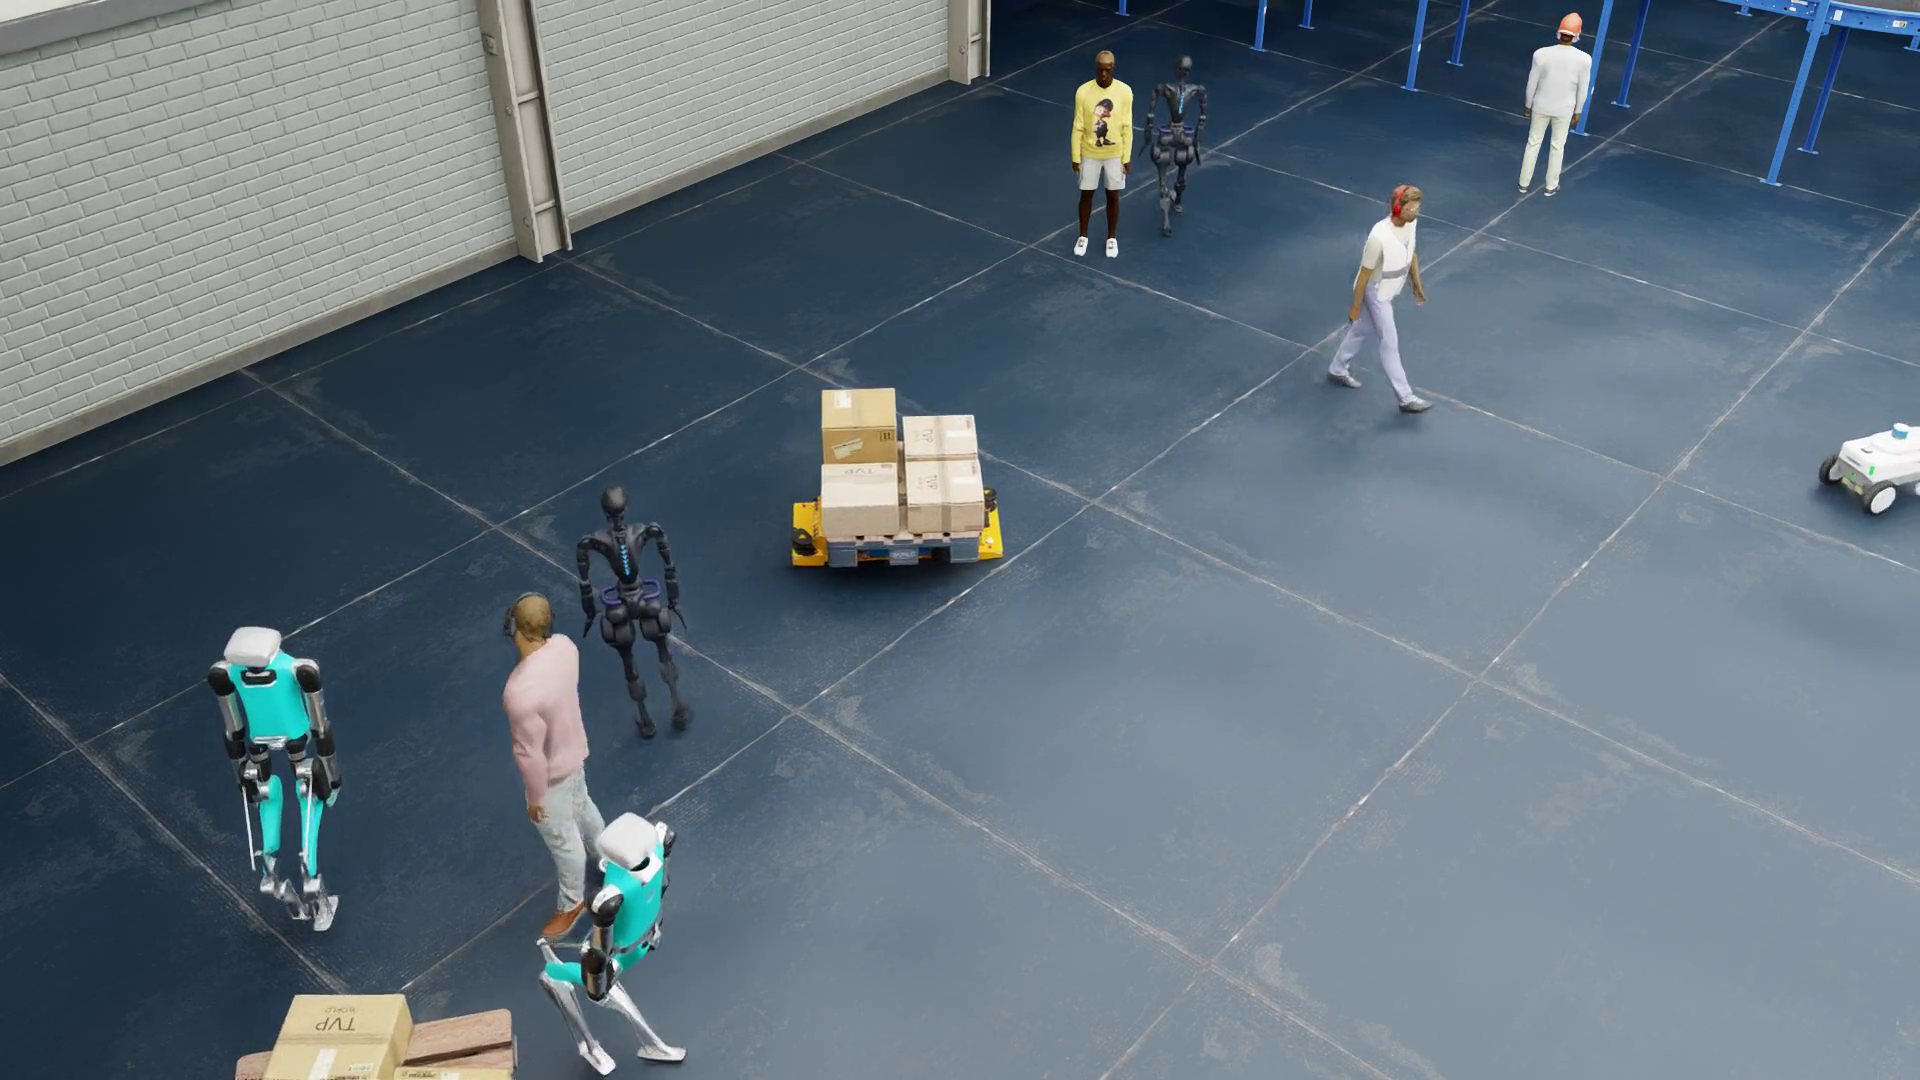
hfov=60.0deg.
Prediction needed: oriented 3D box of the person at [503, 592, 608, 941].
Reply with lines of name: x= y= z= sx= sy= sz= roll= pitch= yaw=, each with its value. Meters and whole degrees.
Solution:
person: x=-2.048 y=1.149 z=8.385 sx=0.358 sy=1.894 sz=0.740 roll=4 pitch=36 yaw=5

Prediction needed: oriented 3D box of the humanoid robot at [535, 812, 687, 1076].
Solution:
humanoid robot: x=-1.663 y=1.833 z=7.551 sx=0.841 sy=1.749 sz=0.544 roll=15 pitch=38 yaw=20

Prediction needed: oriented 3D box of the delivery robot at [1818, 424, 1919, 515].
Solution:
delivery robot: x=6.642 y=-0.548 z=11.916 sx=0.805 sy=0.601 sz=0.499 roll=-12 pitch=37 yaw=-16

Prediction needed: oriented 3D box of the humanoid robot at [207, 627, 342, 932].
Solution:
humanoid robot: x=-3.377 y=1.326 z=8.278 sx=0.535 sy=1.803 sz=0.760 roll=-2 pitch=36 yaw=-3

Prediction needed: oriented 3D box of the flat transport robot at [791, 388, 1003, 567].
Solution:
flat transport robot: x=-0.440 y=-0.102 z=11.531 sx=1.431 sy=0.231 sz=0.659 roll=-2 pitch=36 yaw=-3

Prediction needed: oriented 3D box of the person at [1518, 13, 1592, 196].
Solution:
person: x=5.705 y=-4.175 z=15.969 sx=0.559 sy=1.751 sz=0.323 roll=14 pitch=38 yaw=19

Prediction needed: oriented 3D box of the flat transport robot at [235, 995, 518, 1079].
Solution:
flat transport robot: x=-2.559 y=2.816 z=7.433 sx=0.659 sy=0.231 sz=1.431 roll=-8 pitch=36 yaw=-11

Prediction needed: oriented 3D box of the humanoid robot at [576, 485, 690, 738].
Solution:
humanoid robot: x=-1.887 y=0.418 z=9.597 sx=0.601 sy=1.643 sz=0.370 roll=-10 pitch=37 yaw=-13

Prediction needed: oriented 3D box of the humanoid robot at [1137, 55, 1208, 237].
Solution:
humanoid robot: x=1.950 y=-3.698 z=15.410 sx=0.609 sy=1.626 sz=0.791 roll=-2 pitch=35 yaw=-2

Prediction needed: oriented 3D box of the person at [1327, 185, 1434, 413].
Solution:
person: x=3.302 y=-1.847 z=12.668 sx=0.989 sy=1.788 sz=0.584 roll=23 pitch=41 yaw=29

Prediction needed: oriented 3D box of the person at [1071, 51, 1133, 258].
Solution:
person: x=1.256 y=-3.437 z=14.820 sx=0.538 sy=1.893 sz=0.375 roll=2 pitch=36 yaw=3
